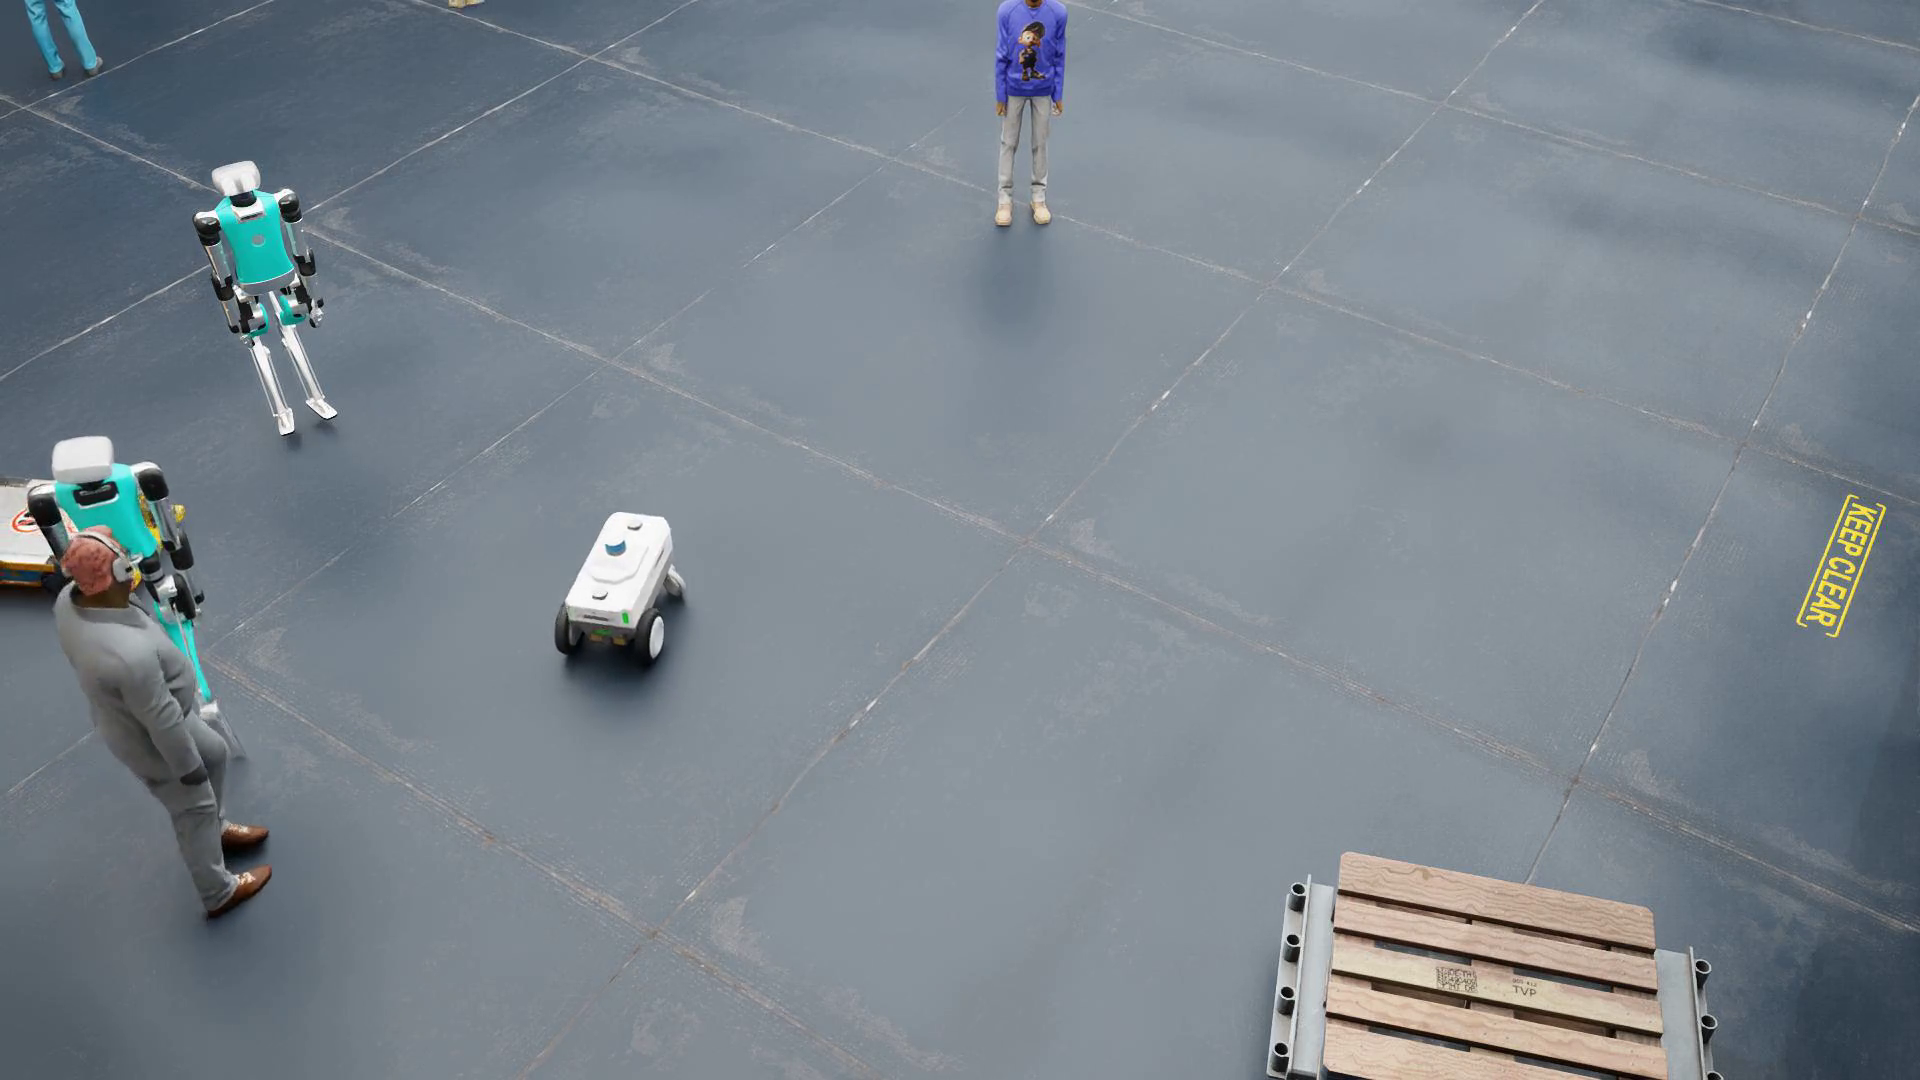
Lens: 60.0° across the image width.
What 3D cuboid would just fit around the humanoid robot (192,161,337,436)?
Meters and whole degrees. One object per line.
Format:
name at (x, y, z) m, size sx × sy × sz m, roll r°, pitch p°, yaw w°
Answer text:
humanoid robot at (-3.822, -1.384, 9.126) m, size 0.533 × 1.677 × 0.735 m, roll -24°, pitch 47°, yaw -25°

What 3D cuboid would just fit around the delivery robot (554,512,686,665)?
delivery robot at (-1.688, 0.220, 8.311) m, size 0.513 × 0.584 × 0.744 m, roll 7°, pitch 42°, yaw 8°

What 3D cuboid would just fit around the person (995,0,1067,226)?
person at (0.453, -2.935, 10.862) m, size 0.459 × 1.874 × 0.351 m, roll -2°, pitch 42°, yaw -2°

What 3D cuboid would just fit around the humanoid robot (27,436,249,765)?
humanoid robot at (-3.511, 0.447, 7.241) m, size 0.550 × 1.880 × 0.697 m, roll -18°, pitch 45°, yaw -19°

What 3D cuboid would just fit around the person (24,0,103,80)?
person at (-6.960, -4.353, 12.479) m, size 0.557 × 1.836 × 0.390 m, roll -7°, pitch 42°, yaw -8°

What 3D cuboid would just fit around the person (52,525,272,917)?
person at (-3.243, 0.736, 6.761) m, size 0.452 × 1.875 × 0.650 m, roll -29°, pitch 49°, yaw -29°

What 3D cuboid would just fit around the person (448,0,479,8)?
person at (-3.871, -5.262, 13.605) m, size 0.486 × 1.691 × 0.944 m, roll 30°, pitch 50°, yaw 30°

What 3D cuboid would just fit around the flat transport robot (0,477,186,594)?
flat transport robot at (-4.949, -0.028, 8.811) m, size 1.431 × 0.231 × 0.659 m, roll 4°, pitch 42°, yaw 4°
